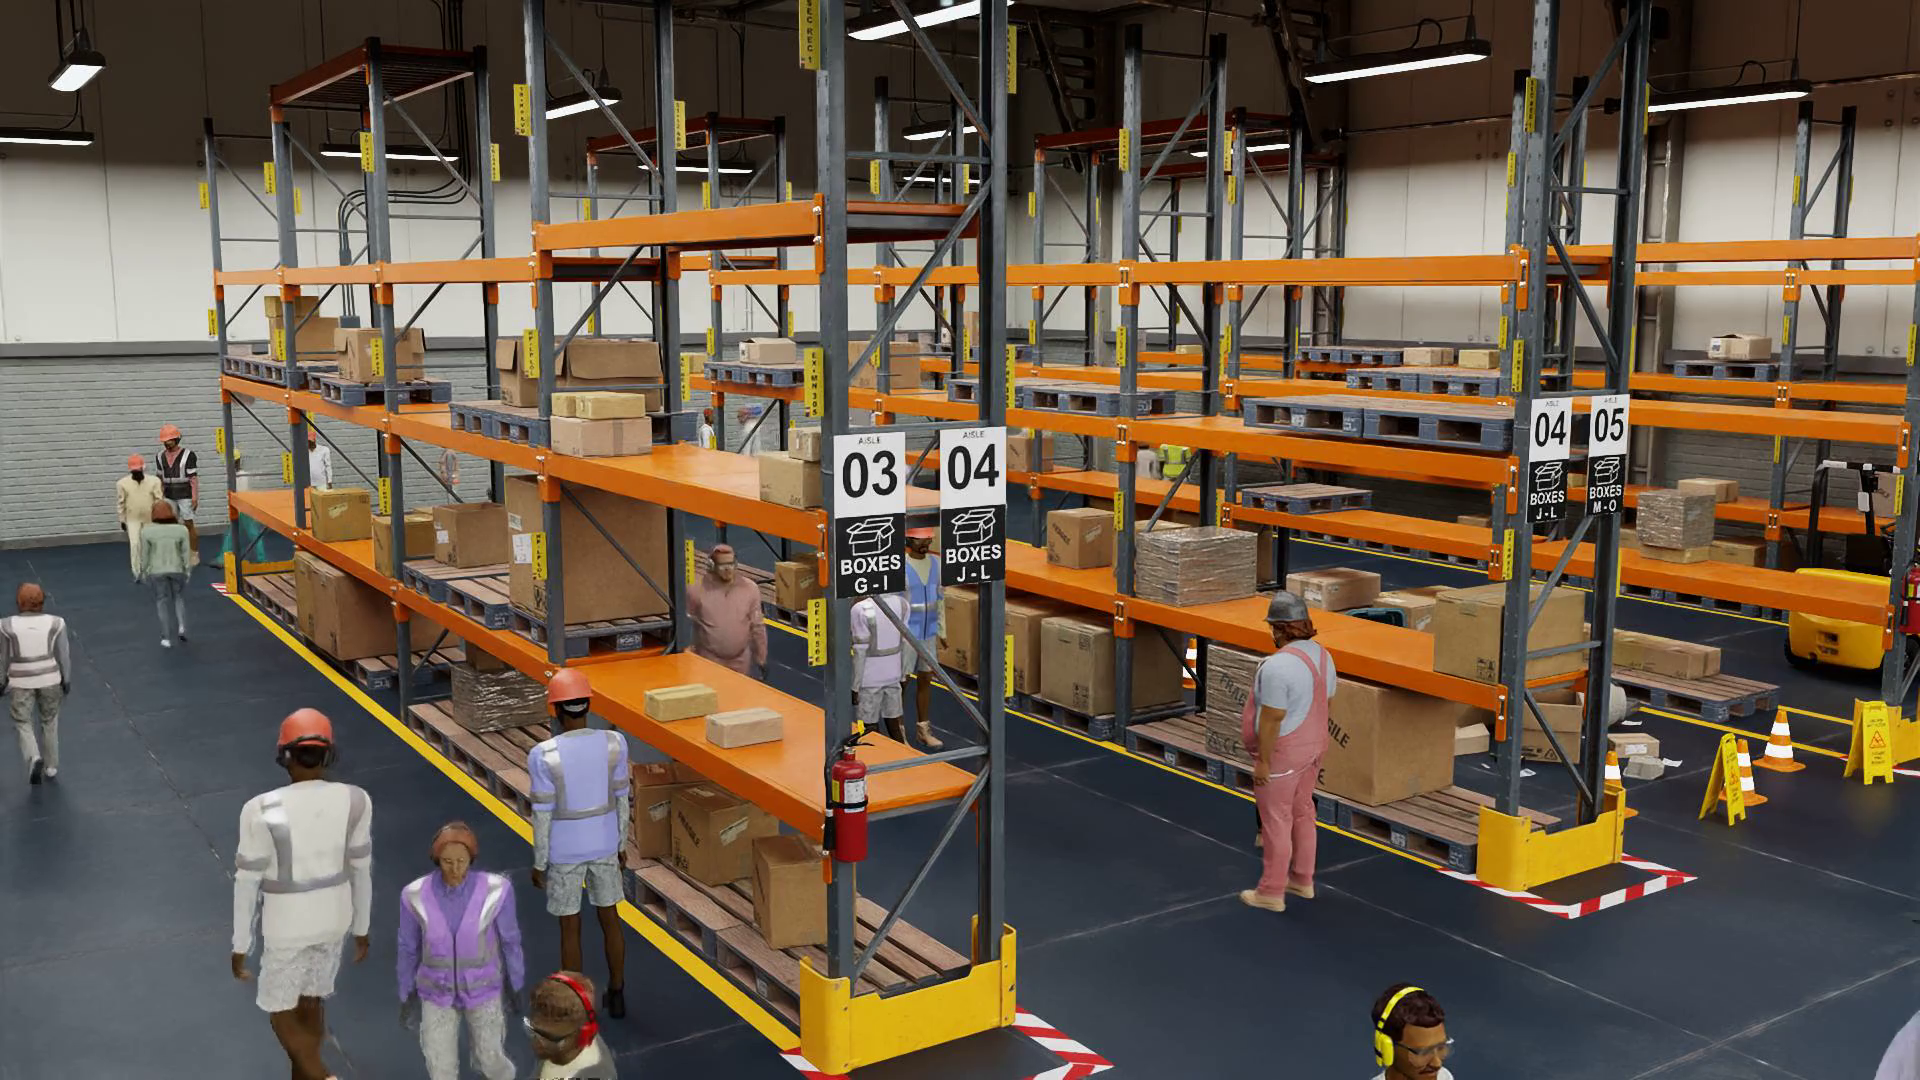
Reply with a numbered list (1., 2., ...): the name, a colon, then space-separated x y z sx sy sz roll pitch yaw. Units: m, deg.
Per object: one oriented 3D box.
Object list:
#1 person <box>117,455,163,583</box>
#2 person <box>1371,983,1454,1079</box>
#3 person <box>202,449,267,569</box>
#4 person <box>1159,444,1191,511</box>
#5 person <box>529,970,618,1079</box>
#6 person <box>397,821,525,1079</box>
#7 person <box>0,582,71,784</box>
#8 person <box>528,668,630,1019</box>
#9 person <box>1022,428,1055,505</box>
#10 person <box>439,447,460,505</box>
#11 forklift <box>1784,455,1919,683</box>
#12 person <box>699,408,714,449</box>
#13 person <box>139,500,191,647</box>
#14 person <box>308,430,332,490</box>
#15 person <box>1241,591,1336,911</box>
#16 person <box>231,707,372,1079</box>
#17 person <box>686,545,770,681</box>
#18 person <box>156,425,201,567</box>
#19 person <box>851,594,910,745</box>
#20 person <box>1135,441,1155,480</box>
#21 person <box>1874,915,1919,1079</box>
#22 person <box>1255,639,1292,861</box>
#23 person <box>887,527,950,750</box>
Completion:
1. person: -10.993 -0.284 22.343 0.561 1.709 0.842 -5 10 -28
2. person: 1.333 2.236 5.046 0.539 1.869 0.313 -6 11 -36
3. person: -10.112 -0.412 23.144 0.898 1.712 0.537 -7 11 -38
4. person: 3.570 -1.070 27.624 0.540 1.695 0.317 1 9 8
5. person: -1.278 2.215 5.377 0.490 1.811 0.661 -3 9 -17
6. person: -2.221 2.003 7.461 0.538 1.617 0.618 -1 9 -9
7. person: -7.316 1.139 13.161 0.531 1.622 0.568 -6 10 -35
8. person: -2.026 1.634 8.855 0.542 1.928 0.381 -5 10 -32
9. person: 1.461 -1.522 30.246 0.616 1.806 0.698 -4 10 -27
10. person: -8.192 -0.898 26.705 0.316 1.629 0.509 -4 9 -23
11. forklift: 9.643 0.253 17.172 2.313 2.155 1.214 -6 10 -33
12. person: -4.361 -1.349 28.858 0.354 1.886 0.572 -2 9 -10
13. person: -8.750 0.367 18.329 0.508 1.619 0.387 -6 10 -34
14. person: -10.343 -0.937 26.605 0.573 1.739 0.349 -3 9 -21
15. person: 2.063 1.314 10.612 0.535 2.000 0.684 8 11 41
16. person: -2.943 1.792 7.602 0.671 1.999 0.777 -8 12 -44
17. person: -1.852 0.979 13.349 0.653 1.881 0.732 -4 9 -26
18. person: -11.072 -0.614 23.504 0.611 2.029 0.409 1 9 8
19. person: -0.641 1.047 12.732 0.553 1.935 0.365 -8 12 -42
20. person: 2.872 -0.907 26.797 0.534 1.609 0.665 -4 9 -23
21. person: 3.437 2.075 5.548 0.737 2.000 0.740 7 11 41
22. person: 2.215 1.364 11.451 0.319 1.689 0.539 -3 9 -20
23. person: -0.355 0.789 14.098 0.605 2.045 0.378 -6 10 -33
